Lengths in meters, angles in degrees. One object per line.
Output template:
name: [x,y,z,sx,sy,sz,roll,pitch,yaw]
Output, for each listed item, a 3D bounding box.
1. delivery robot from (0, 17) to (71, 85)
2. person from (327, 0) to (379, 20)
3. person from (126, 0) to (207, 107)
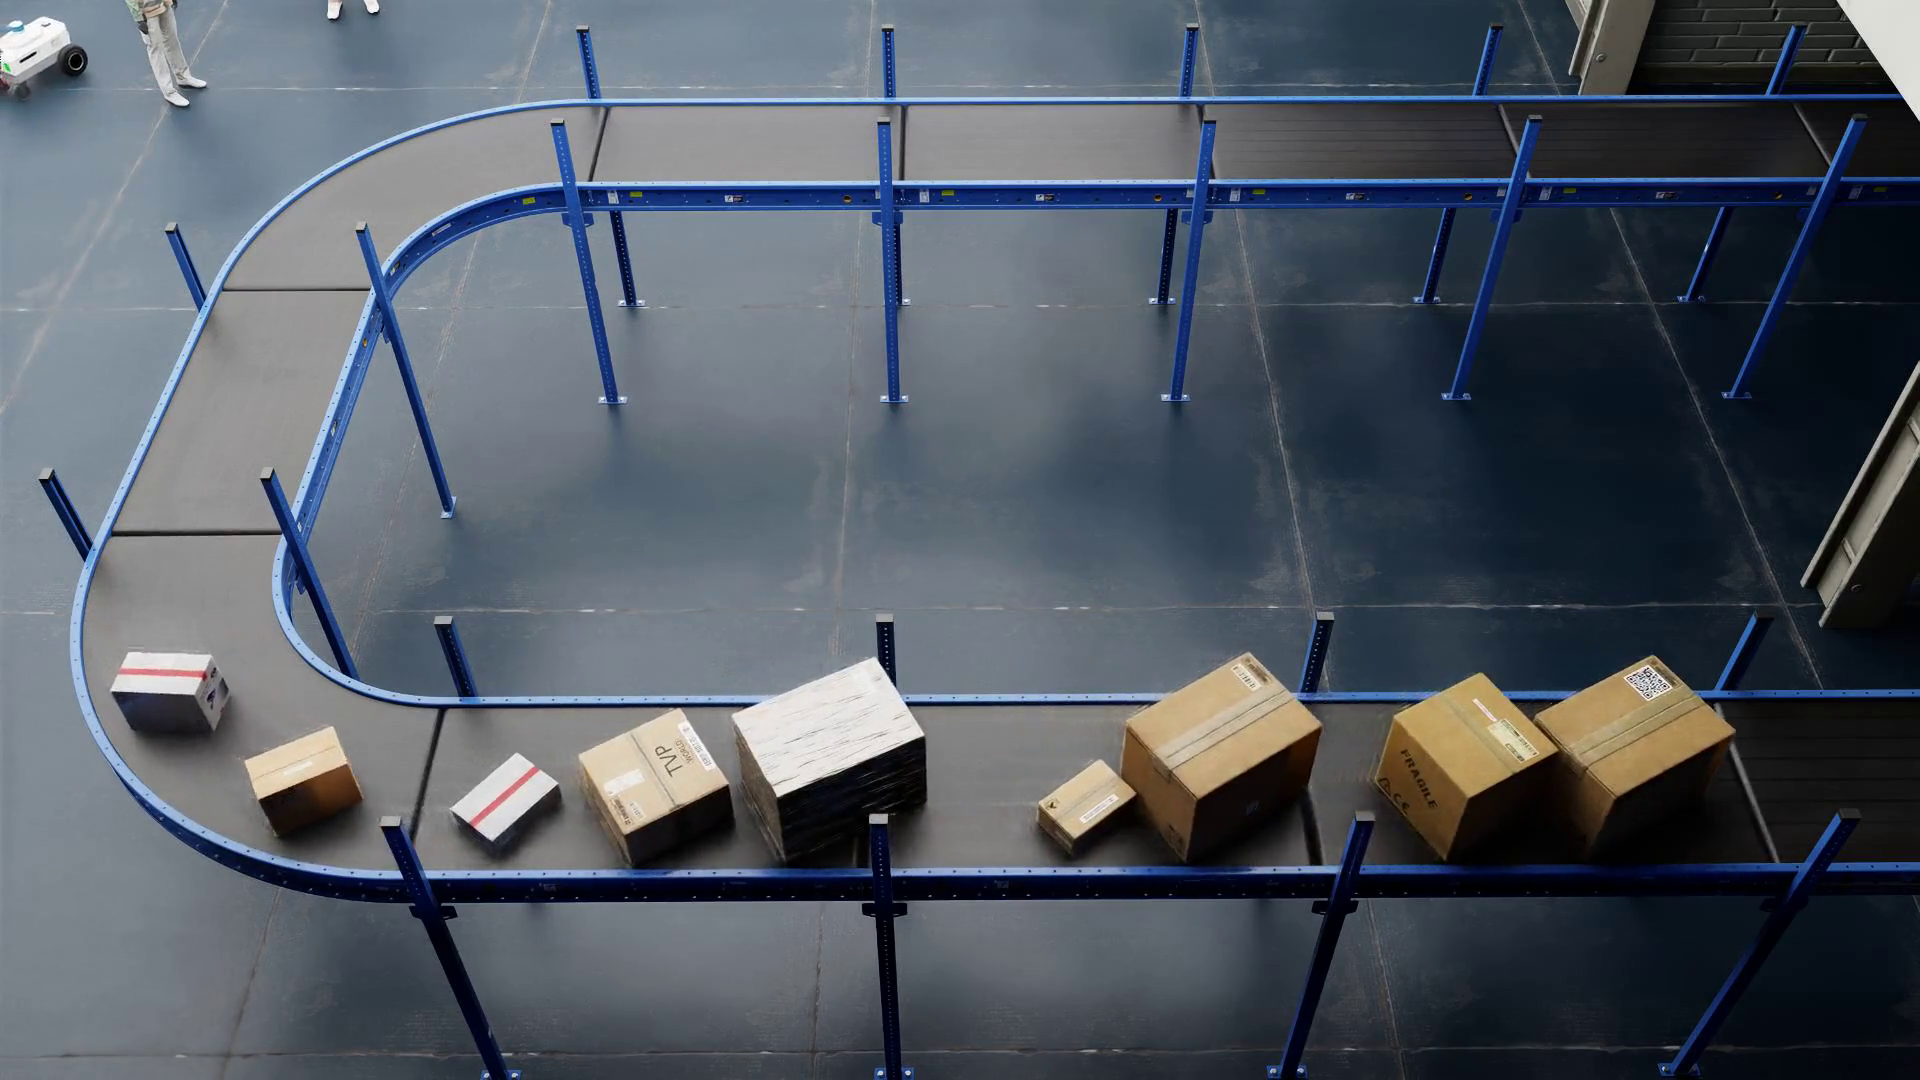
delivery robot: [-8.036,-4.228,14.793,0.477,0.478,0.707,21,51,18]
person: [-5.563,-5.524,15.131,0.651,1.906,0.403,-12,48,-11]
person: [-6.704,-4.422,14.282,0.309,1.639,0.523,9,48,8]
